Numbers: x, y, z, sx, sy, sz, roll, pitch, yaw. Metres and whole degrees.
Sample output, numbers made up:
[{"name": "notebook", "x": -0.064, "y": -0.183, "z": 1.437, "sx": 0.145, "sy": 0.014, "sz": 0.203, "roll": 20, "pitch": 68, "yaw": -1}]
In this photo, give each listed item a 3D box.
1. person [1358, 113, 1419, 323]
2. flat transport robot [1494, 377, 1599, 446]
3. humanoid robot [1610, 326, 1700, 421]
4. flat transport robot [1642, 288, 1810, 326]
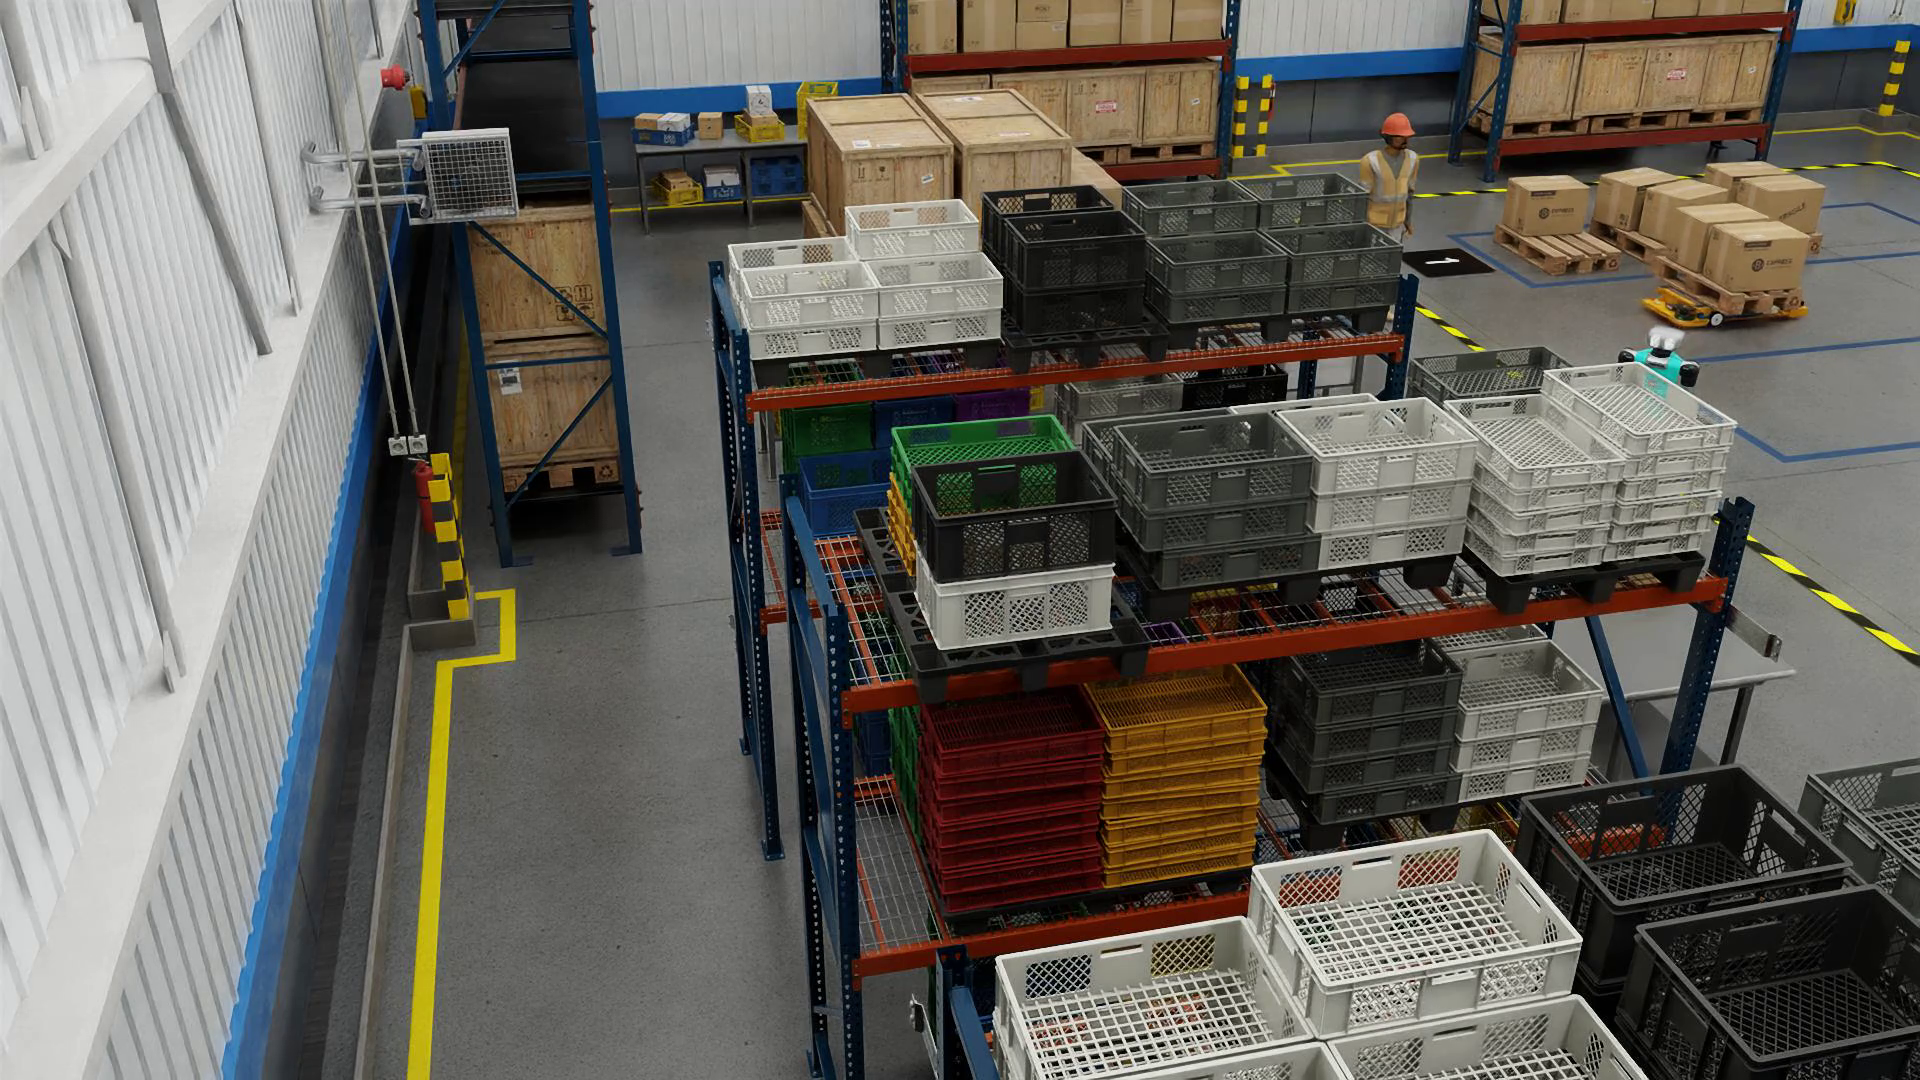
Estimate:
[{"name": "person", "x": 4.086, "y": -3.068, "z": 15.964, "sx": 0.613, "sy": 2.044, "sz": 0.366, "roll": -8, "pitch": 29, "yaw": -15}, {"name": "flat transport robot", "x": 4.780, "y": -1.036, "z": 14.013, "sx": 0.659, "sy": 0.231, "sz": 1.431, "roll": -6, "pitch": 28, "yaw": -12}, {"name": "humanoid robot", "x": 4.888, "y": -0.776, "z": 11.802, "sx": 0.533, "sy": 1.675, "sz": 0.735, "roll": 16, "pitch": 32, "yaw": 28}, {"name": "flat transport robot", "x": 7.606, "y": -2.368, "z": 16.510, "sx": 1.431, "sy": 0.197, "sz": 0.652, "roll": -6, "pitch": 28, "yaw": -12}]
